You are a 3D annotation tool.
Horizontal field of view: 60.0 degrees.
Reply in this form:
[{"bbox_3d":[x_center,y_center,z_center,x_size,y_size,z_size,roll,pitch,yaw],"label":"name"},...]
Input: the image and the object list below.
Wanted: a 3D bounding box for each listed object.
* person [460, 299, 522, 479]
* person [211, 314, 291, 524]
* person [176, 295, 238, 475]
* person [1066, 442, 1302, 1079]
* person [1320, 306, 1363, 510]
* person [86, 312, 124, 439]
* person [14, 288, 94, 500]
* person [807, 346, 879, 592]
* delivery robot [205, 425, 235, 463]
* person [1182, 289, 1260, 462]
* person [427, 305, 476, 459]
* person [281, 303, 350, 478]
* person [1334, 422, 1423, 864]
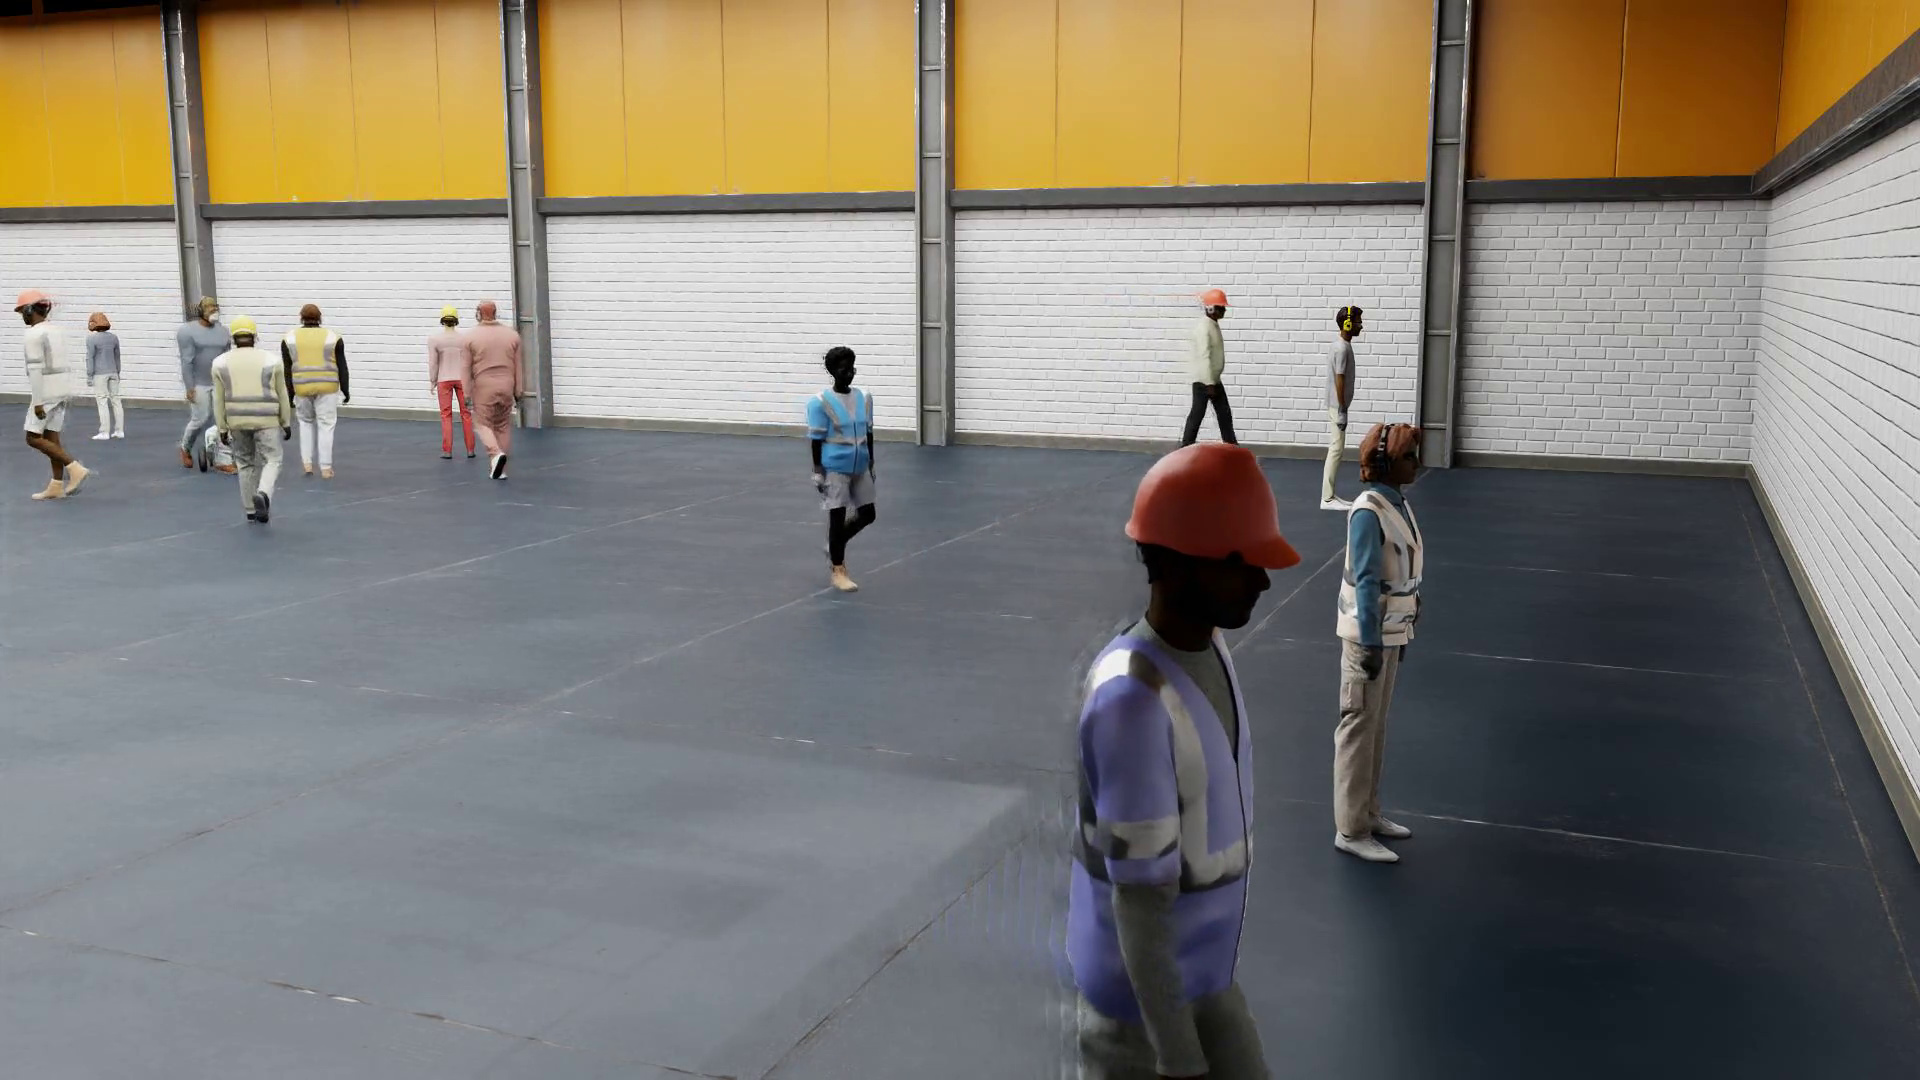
[{"bbox_3d":[-4.779,-1.526,17.073,0.657,1.891,0.646,-7,12,-37],"label":"person"},{"bbox_3d":[-6.014,-1.008,14.117,0.601,1.812,0.678,-2,10,-13],"label":"person"},{"bbox_3d":[-8.056,-1.650,17.733,0.760,1.915,0.624,7,12,35],"label":"person"},{"bbox_3d":[0.488,0.785,2.966,0.783,1.910,0.573,4,10,25],"label":"person"},{"bbox_3d":[3.476,-1.195,15.144,0.324,1.862,0.511,2,10,11],"label":"person"},{"bbox_3d":[-10.979,-2.102,21.329,0.274,1.626,0.502,3,10,19],"label":"person"},{"bbox_3d":[-8.581,-1.357,15.689,0.559,2.011,0.617,-1,9,-5],"label":"person"},{"bbox_3d":[-0.824,-0.492,11.399,0.543,1.679,0.431,-8,12,-39],"label":"person"},{"bbox_3d":[-8.062,-1.094,18.181,0.477,0.478,0.707,-4,10,-23],"label":"delivery robot"},{"bbox_3d":[2.812,-1.715,17.976,0.942,1.952,0.660,5,10,25],"label":"person"},{"bbox_3d":[-5.848,-1.813,19.156,0.526,1.768,0.330,-4,10,-24],"label":"person"},{"bbox_3d":[-6.774,-1.573,17.560,0.641,1.822,0.646,-2,10,-11],"label":"person"},{"bbox_3d":[1.581,0.373,6.289,0.313,1.642,0.513,5,10,26],"label":"person"}]
